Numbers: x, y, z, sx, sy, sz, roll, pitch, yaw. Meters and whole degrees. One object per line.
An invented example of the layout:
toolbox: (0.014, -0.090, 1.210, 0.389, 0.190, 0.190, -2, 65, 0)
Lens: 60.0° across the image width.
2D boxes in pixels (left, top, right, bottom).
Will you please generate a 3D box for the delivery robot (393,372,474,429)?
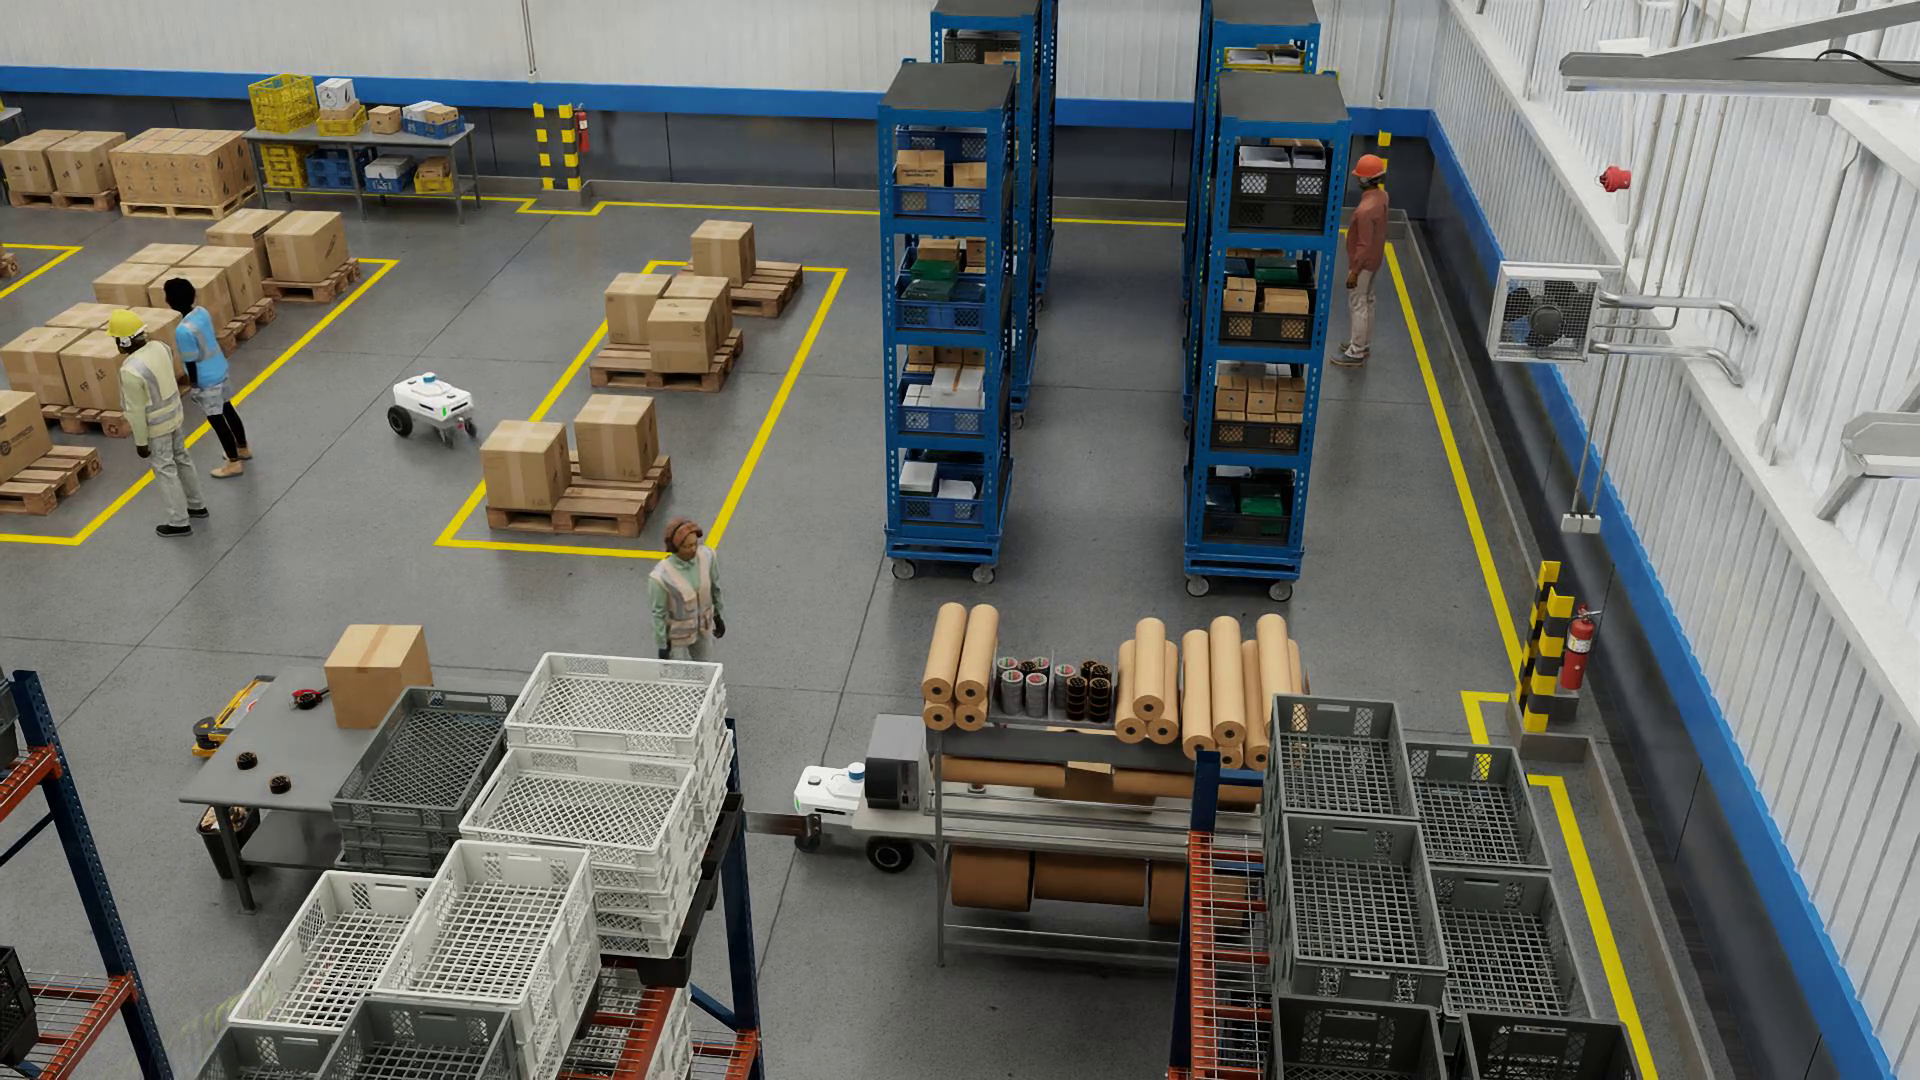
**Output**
delivery robot: (-4.540, -1.205, 14.338, 0.707, 0.478, 0.477, 19, 35, 30)

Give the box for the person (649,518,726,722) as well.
person: (-1.683, 0.575, 10.323, 0.322, 1.627, 0.529, 24, 38, 35)

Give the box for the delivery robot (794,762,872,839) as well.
delivery robot: (-0.595, 1.514, 9.675, 0.707, 0.478, 0.477, 6, 31, 10)

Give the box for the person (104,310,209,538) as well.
person: (-6.121, -0.895, 12.654, 0.403, 1.824, 0.595, 1, 30, 2)

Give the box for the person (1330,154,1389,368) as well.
person: (3.713, -2.580, 15.378, 0.391, 1.990, 0.622, 15, 33, 24)

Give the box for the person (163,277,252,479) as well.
person: (-6.136, -1.332, 13.538, 0.322, 1.688, 0.551, -3, 30, -6)
